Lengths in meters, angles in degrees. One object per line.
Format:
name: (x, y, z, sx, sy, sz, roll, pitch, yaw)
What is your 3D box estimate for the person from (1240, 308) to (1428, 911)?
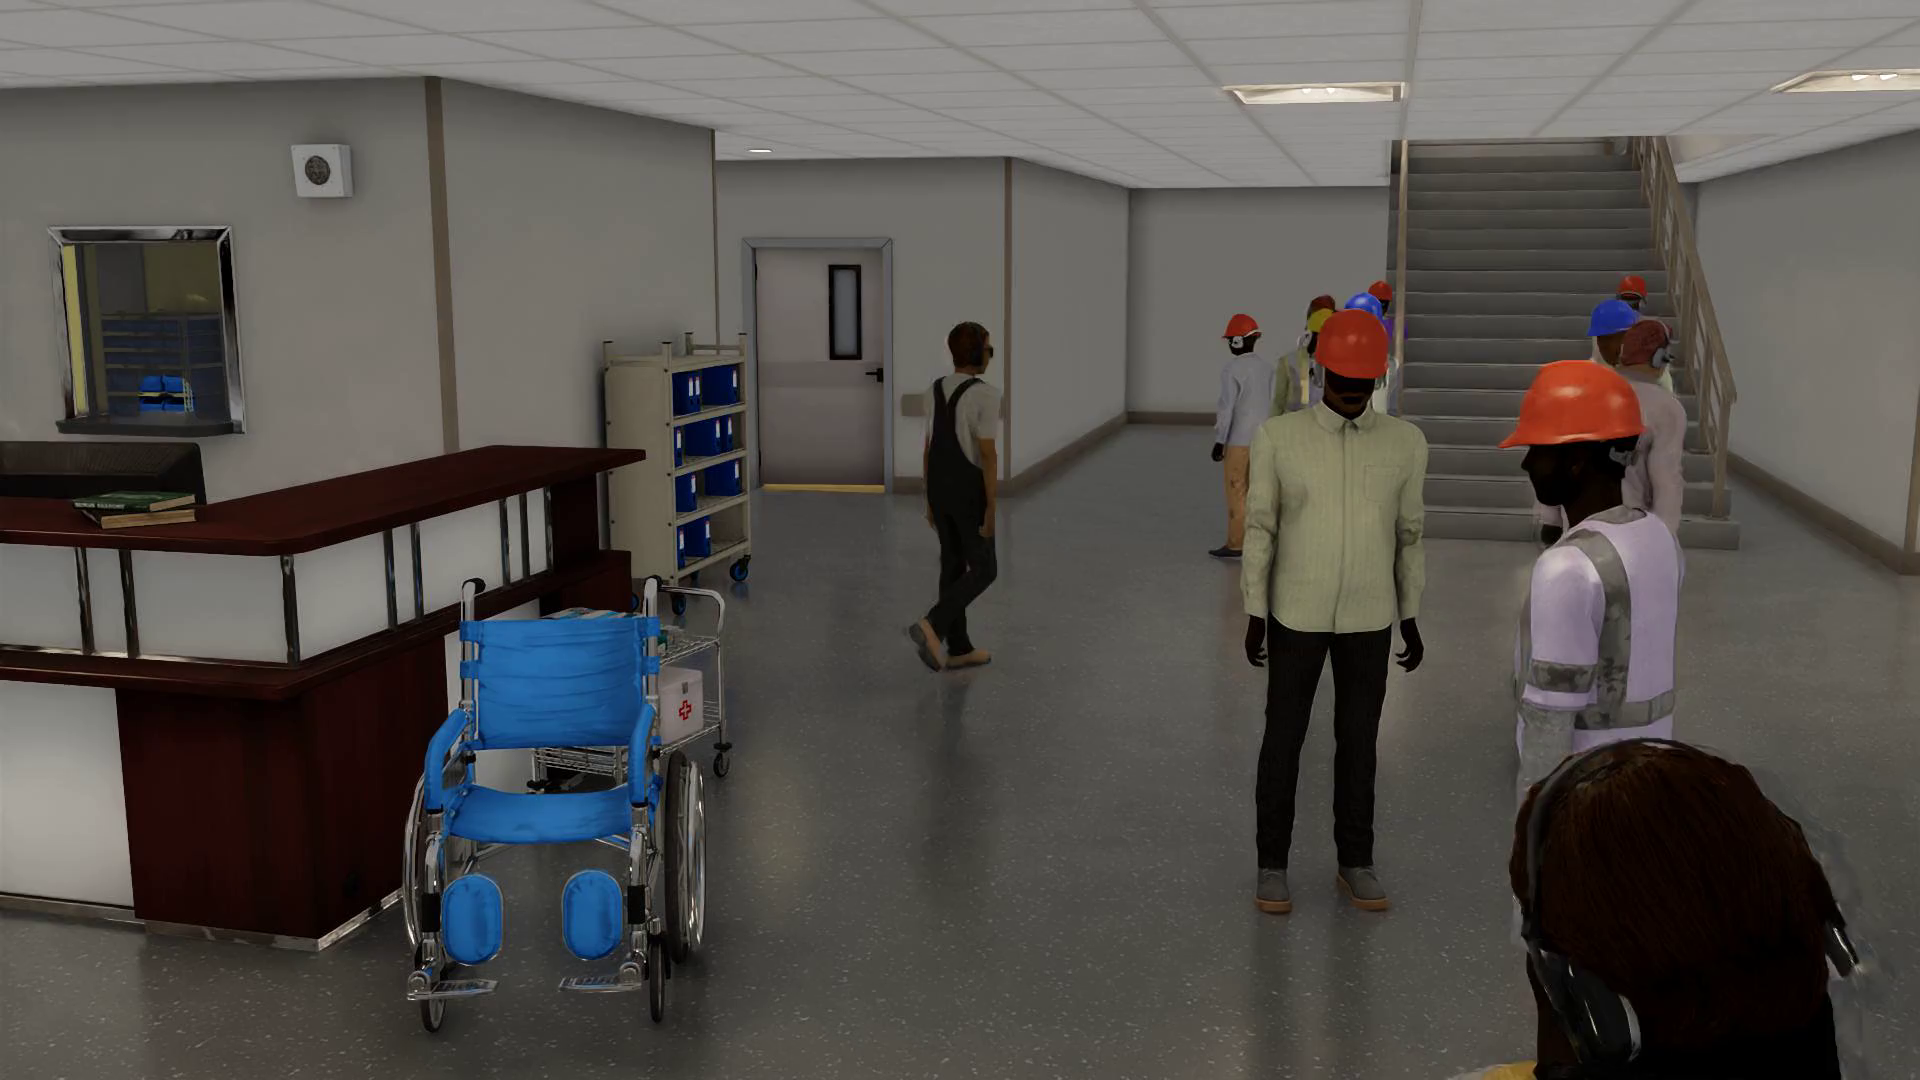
person: (1.226, 0.241, 5.454, 0.610, 1.986, 0.393, 0, 10, -2)

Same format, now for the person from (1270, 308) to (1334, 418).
person: (2.627, -0.841, 12.440, 0.632, 1.788, 0.881, 0, 10, -1)

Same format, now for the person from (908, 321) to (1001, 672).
person: (-0.049, -0.194, 8.484, 0.512, 1.830, 0.604, 8, 13, 41)

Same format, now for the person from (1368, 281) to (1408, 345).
person: (3.785, -1.383, 15.156, 0.551, 1.935, 0.371, 2, 10, 9)

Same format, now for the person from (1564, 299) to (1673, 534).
person: (3.543, -0.345, 9.103, 0.623, 1.911, 0.805, 8, 13, 41)

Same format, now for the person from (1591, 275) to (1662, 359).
person: (5.666, -1.239, 14.138, 0.608, 1.996, 0.381, 4, 10, 21)

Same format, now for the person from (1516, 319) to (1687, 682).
person: (2.891, -0.043, 7.448, 0.534, 1.875, 0.690, -5, 11, -26)

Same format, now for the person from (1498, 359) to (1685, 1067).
person: (1.363, 0.566, 3.715, 0.390, 1.929, 0.545, 9, 13, 44)

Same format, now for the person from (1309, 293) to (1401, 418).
person: (2.293, -0.457, 9.674, 0.612, 1.946, 0.405, -4, 10, -20)

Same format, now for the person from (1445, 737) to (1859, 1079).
person: (0.601, 1.053, 1.260, 0.431, 1.792, 0.708, -9, 13, -41)

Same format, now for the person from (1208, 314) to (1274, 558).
person: (2.021, -0.746, 11.970, 0.346, 1.747, 0.566, 9, 13, 42)
